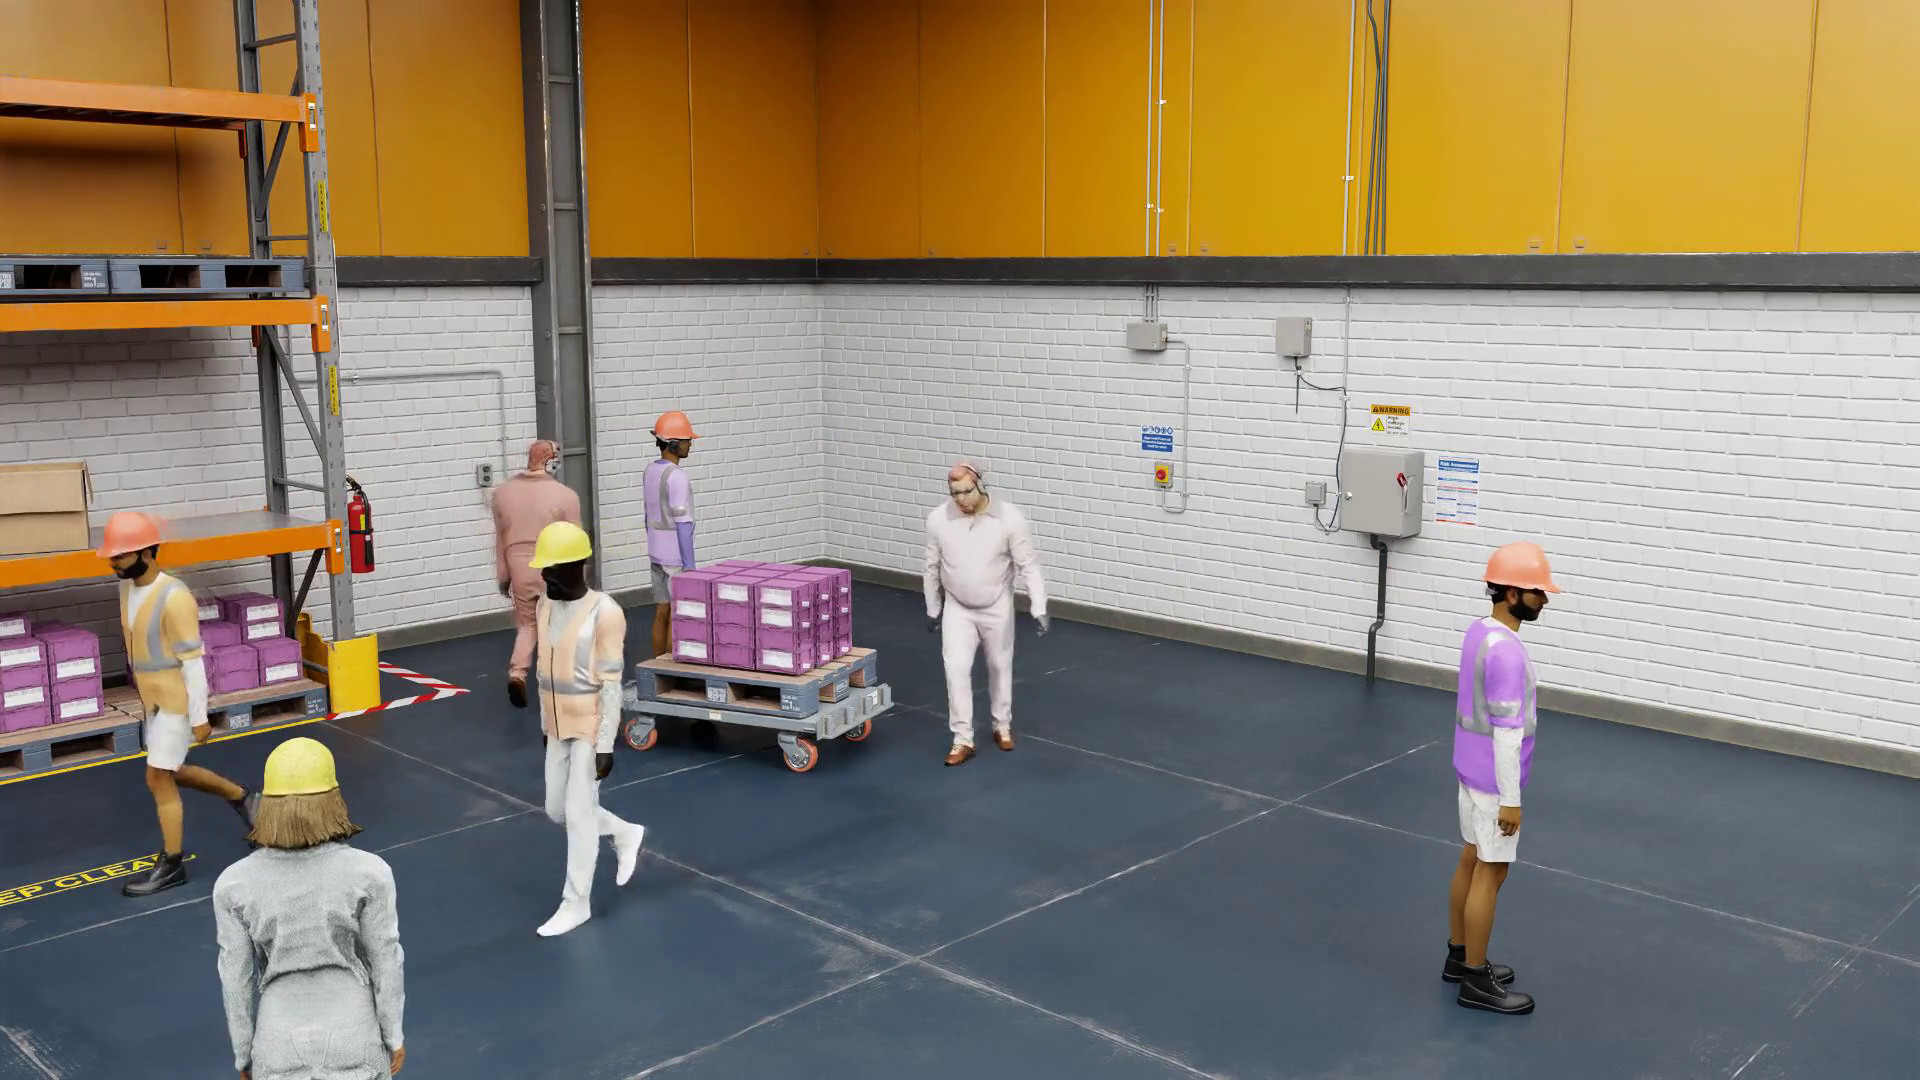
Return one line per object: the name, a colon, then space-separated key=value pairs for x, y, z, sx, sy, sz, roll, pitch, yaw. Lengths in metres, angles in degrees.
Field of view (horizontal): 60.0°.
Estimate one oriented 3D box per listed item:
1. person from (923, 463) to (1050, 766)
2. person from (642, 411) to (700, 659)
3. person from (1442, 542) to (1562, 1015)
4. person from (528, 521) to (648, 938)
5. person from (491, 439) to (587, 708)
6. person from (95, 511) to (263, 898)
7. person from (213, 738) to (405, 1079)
person: x=0.163 y=0.444 z=10.276 sx=0.801 sy=1.849 sz=0.807 roll=1 pitch=9 yaw=4
person: x=-2.003 y=0.113 z=11.727 sx=0.374 sy=2.043 sz=0.613 roll=-6 pitch=11 yaw=-33
person: x=2.232 y=0.962 z=6.849 sx=0.377 sy=1.932 sz=0.551 roll=1 pitch=9 yaw=5
person: x=-1.712 y=0.841 z=7.710 sx=0.590 sy=1.905 sz=0.655 roll=7 pitch=12 yaw=38
person: x=-2.874 y=0.261 z=11.316 sx=0.684 sy=1.876 sz=0.523 roll=2 pitch=9 yaw=11
person: x=-3.805 y=0.761 z=8.199 sx=0.578 sy=1.902 sz=0.770 roll=8 pitch=12 yaw=40
person: x=-1.813 y=1.410 z=4.708 sx=0.484 sy=1.738 sz=0.305 roll=-2 pitch=10 yaw=-13
